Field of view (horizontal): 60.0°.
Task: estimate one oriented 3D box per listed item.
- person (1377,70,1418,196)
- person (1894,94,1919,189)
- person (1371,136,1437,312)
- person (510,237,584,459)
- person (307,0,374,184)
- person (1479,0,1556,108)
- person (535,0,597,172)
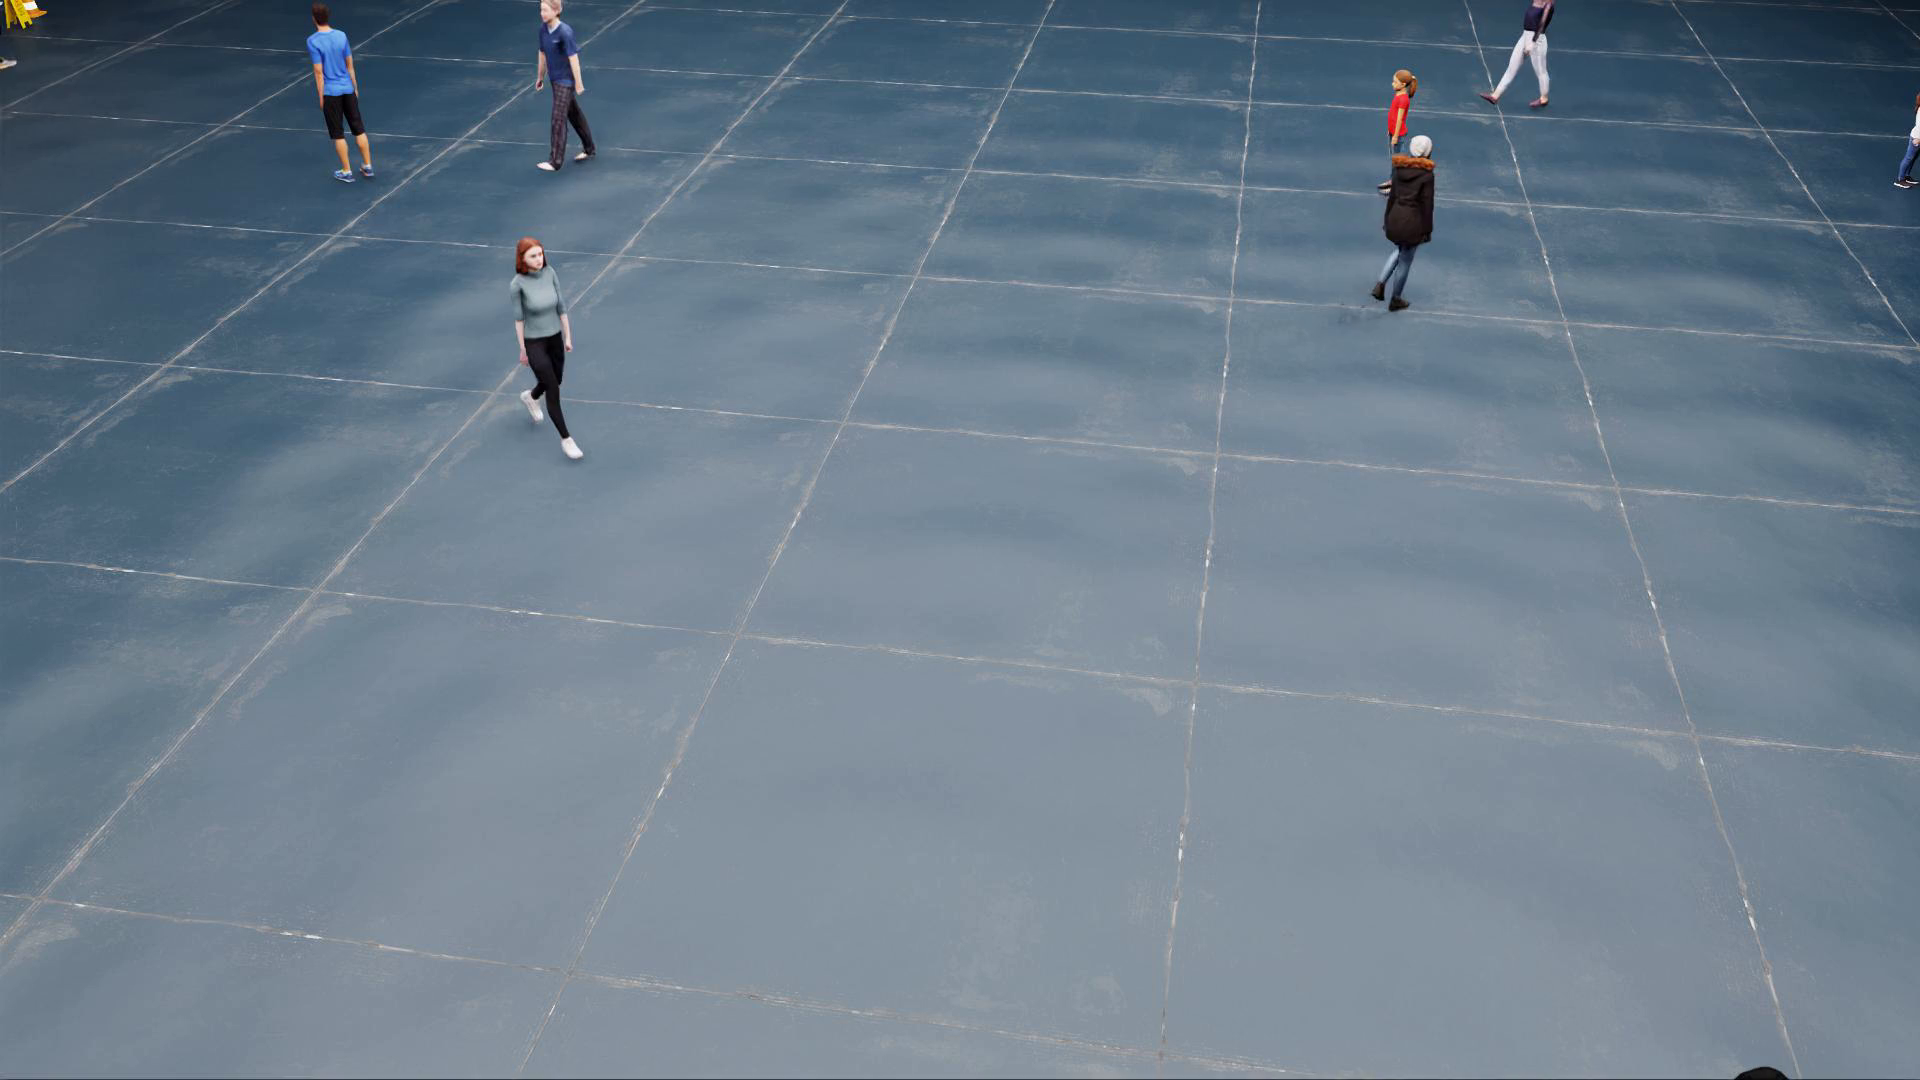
[{"bbox_3d":[4.623,-4.300,17.532,0.508,1.307,0.491,0,32,0],"label":"person"},{"bbox_3d":[10.275,-4.351,17.797,0.541,1.110,0.595,-26,40,-35],"label":"person"},{"bbox_3d":[3.945,-2.805,14.861,0.823,1.628,0.764,-20,37,-28],"label":"person"},{"bbox_3d":[-3.211,-1.502,12.709,1.147,1.721,0.971,27,41,36],"label":"person"},{"bbox_3d":[-6.643,-4.777,17.764,0.725,1.866,0.702,27,41,36],"label":"person"},{"bbox_3d":[6.898,-5.895,19.828,1.132,1.554,0.816,-4,32,-6],"label":"person"},{"bbox_3d":[-4.256,-5.007,18.159,1.112,1.834,1.117,-26,41,-35],"label":"person"}]
